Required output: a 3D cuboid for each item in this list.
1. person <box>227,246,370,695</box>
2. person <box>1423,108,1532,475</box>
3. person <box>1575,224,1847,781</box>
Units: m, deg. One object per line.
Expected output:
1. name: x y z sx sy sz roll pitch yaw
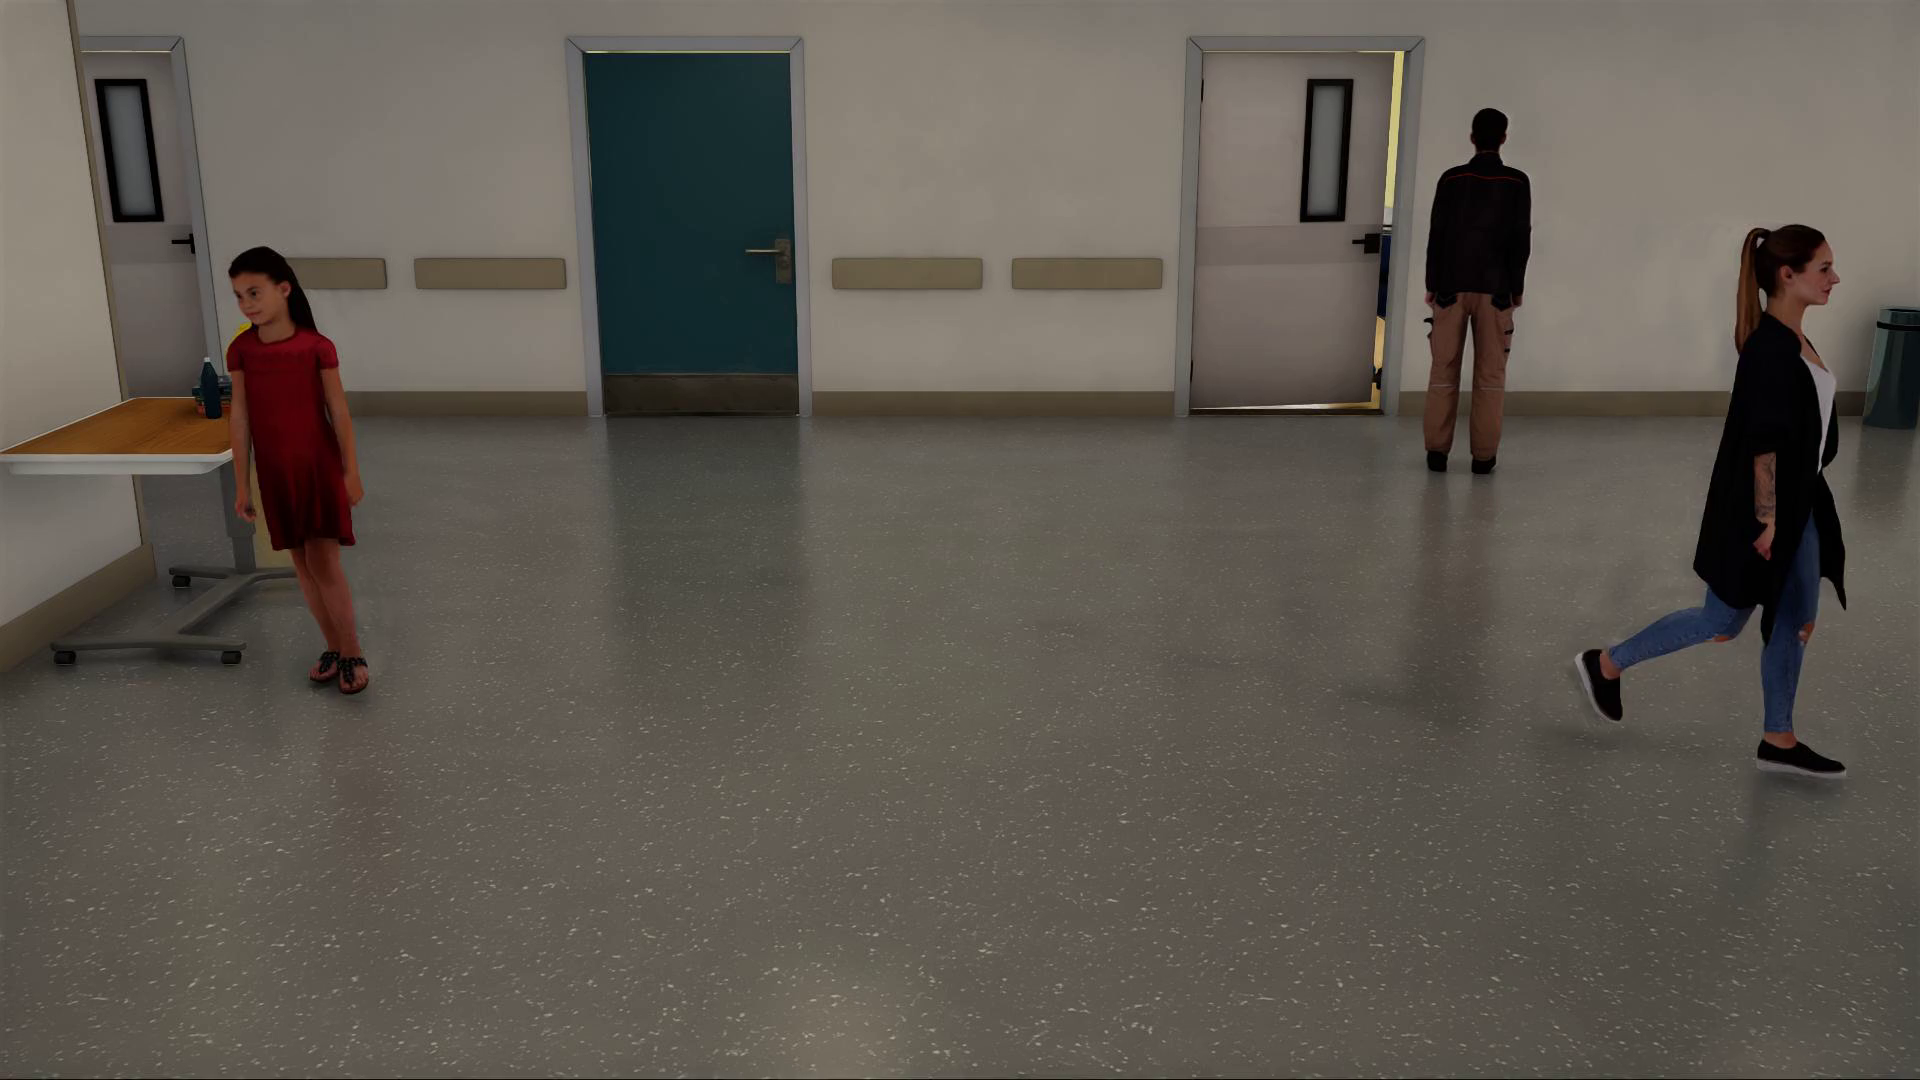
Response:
1. person: -2.292 -0.251 5.814 0.613 1.532 0.621 -1 16 -4
2. person: 2.740 -1.323 8.897 0.608 1.924 0.793 3 16 12
3. person: 2.331 -0.097 5.034 1.131 1.661 0.988 11 19 33
